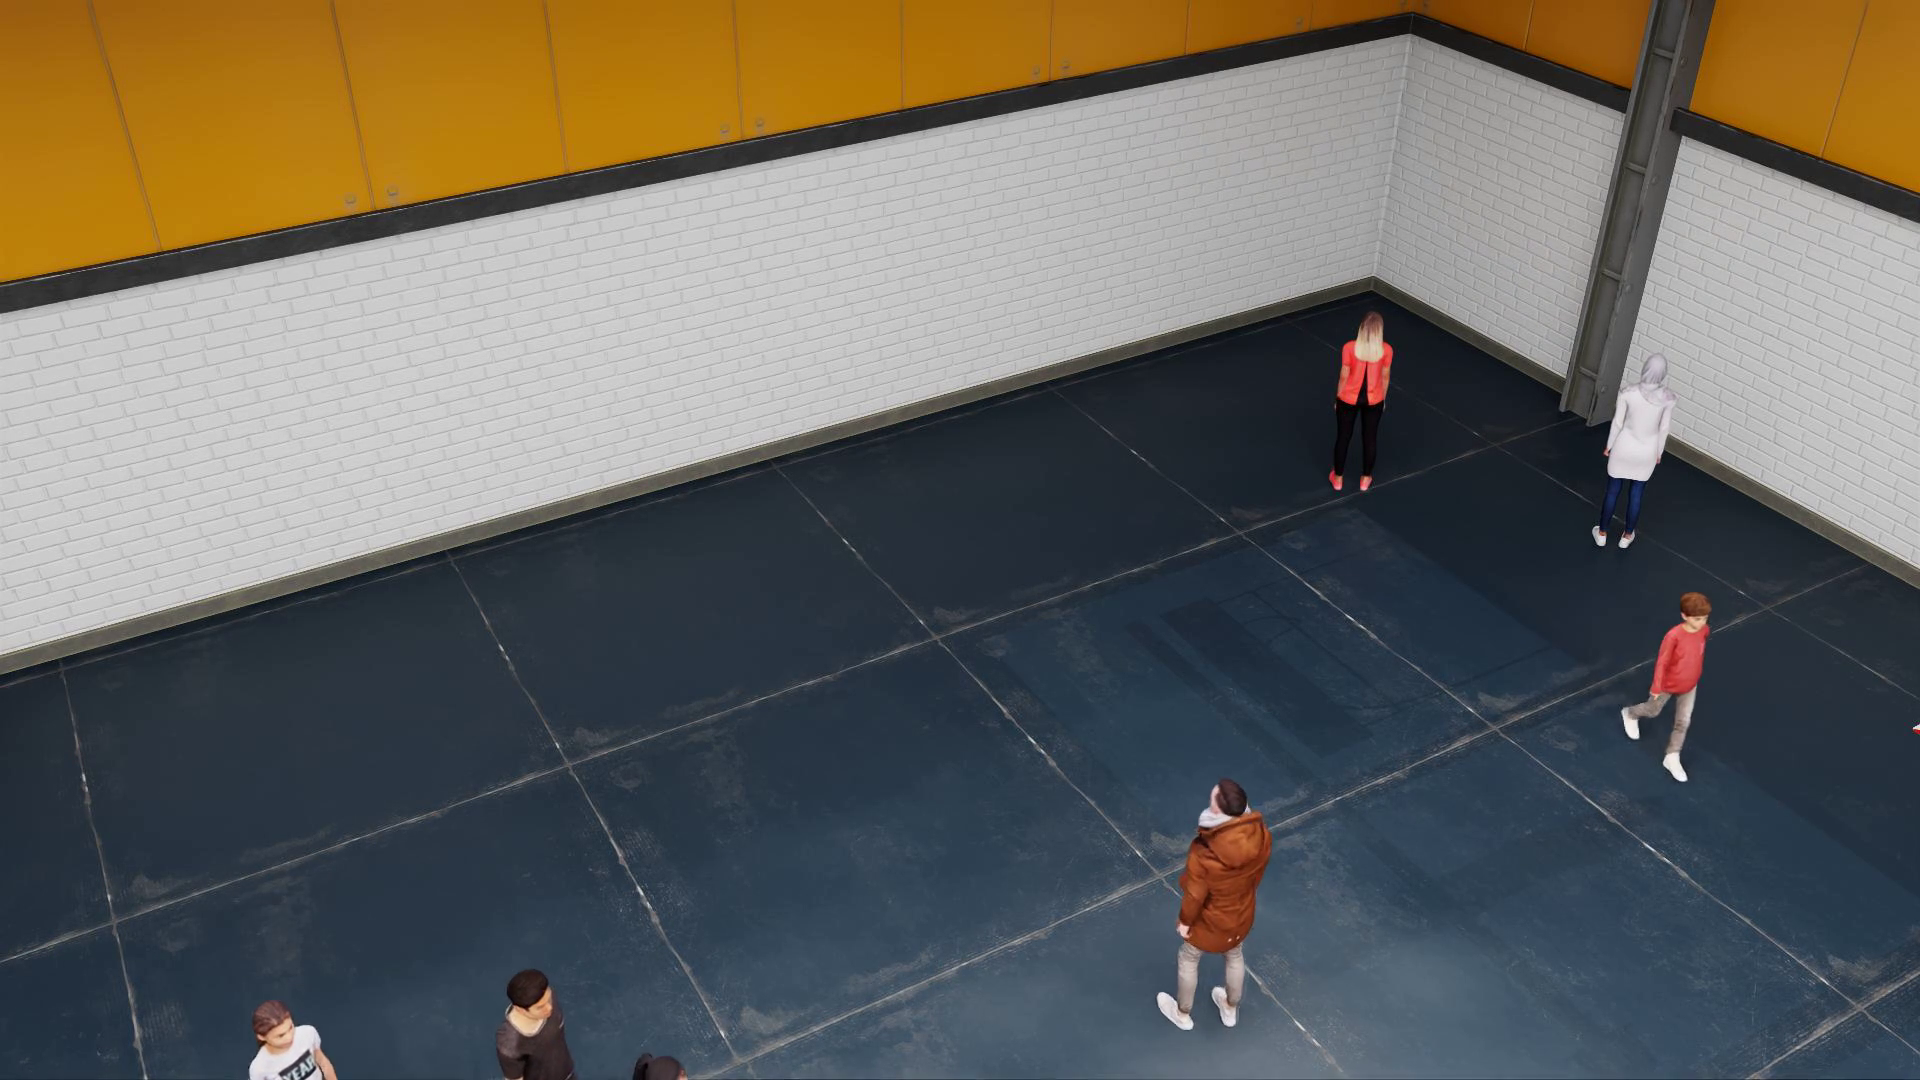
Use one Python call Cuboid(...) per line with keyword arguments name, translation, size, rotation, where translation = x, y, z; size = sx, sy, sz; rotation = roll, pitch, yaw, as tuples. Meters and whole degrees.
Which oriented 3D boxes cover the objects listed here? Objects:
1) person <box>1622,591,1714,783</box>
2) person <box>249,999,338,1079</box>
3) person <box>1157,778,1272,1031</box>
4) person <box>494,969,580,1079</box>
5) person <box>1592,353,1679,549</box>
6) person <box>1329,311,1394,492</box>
Cuboid(name="person", translation=(4.931, 0.937, 11.554), size=(0.695, 1.398, 0.978), rotation=(-7, 34, -11))
Cuboid(name="person", translation=(-3.433, 2.876, 8.523), size=(1.122, 1.524, 0.850), rotation=(20, 38, 27))
Cuboid(name="person", translation=(1.483, 2.107, 9.399), size=(0.725, 1.835, 0.701), rotation=(-13, 36, -19))
Cuboid(name="person", translation=(-2.233, 2.737, 8.588), size=(0.847, 1.684, 0.795), rotation=(13, 36, 19))
Cuboid(name="person", translation=(5.563, -0.729, 13.719), size=(0.672, 1.776, 0.744), rotation=(10, 35, 15))
Cuboid(name="person", translation=(3.496, -1.213, 14.521), size=(0.679, 1.693, 0.710), rotation=(4, 34, 5))
